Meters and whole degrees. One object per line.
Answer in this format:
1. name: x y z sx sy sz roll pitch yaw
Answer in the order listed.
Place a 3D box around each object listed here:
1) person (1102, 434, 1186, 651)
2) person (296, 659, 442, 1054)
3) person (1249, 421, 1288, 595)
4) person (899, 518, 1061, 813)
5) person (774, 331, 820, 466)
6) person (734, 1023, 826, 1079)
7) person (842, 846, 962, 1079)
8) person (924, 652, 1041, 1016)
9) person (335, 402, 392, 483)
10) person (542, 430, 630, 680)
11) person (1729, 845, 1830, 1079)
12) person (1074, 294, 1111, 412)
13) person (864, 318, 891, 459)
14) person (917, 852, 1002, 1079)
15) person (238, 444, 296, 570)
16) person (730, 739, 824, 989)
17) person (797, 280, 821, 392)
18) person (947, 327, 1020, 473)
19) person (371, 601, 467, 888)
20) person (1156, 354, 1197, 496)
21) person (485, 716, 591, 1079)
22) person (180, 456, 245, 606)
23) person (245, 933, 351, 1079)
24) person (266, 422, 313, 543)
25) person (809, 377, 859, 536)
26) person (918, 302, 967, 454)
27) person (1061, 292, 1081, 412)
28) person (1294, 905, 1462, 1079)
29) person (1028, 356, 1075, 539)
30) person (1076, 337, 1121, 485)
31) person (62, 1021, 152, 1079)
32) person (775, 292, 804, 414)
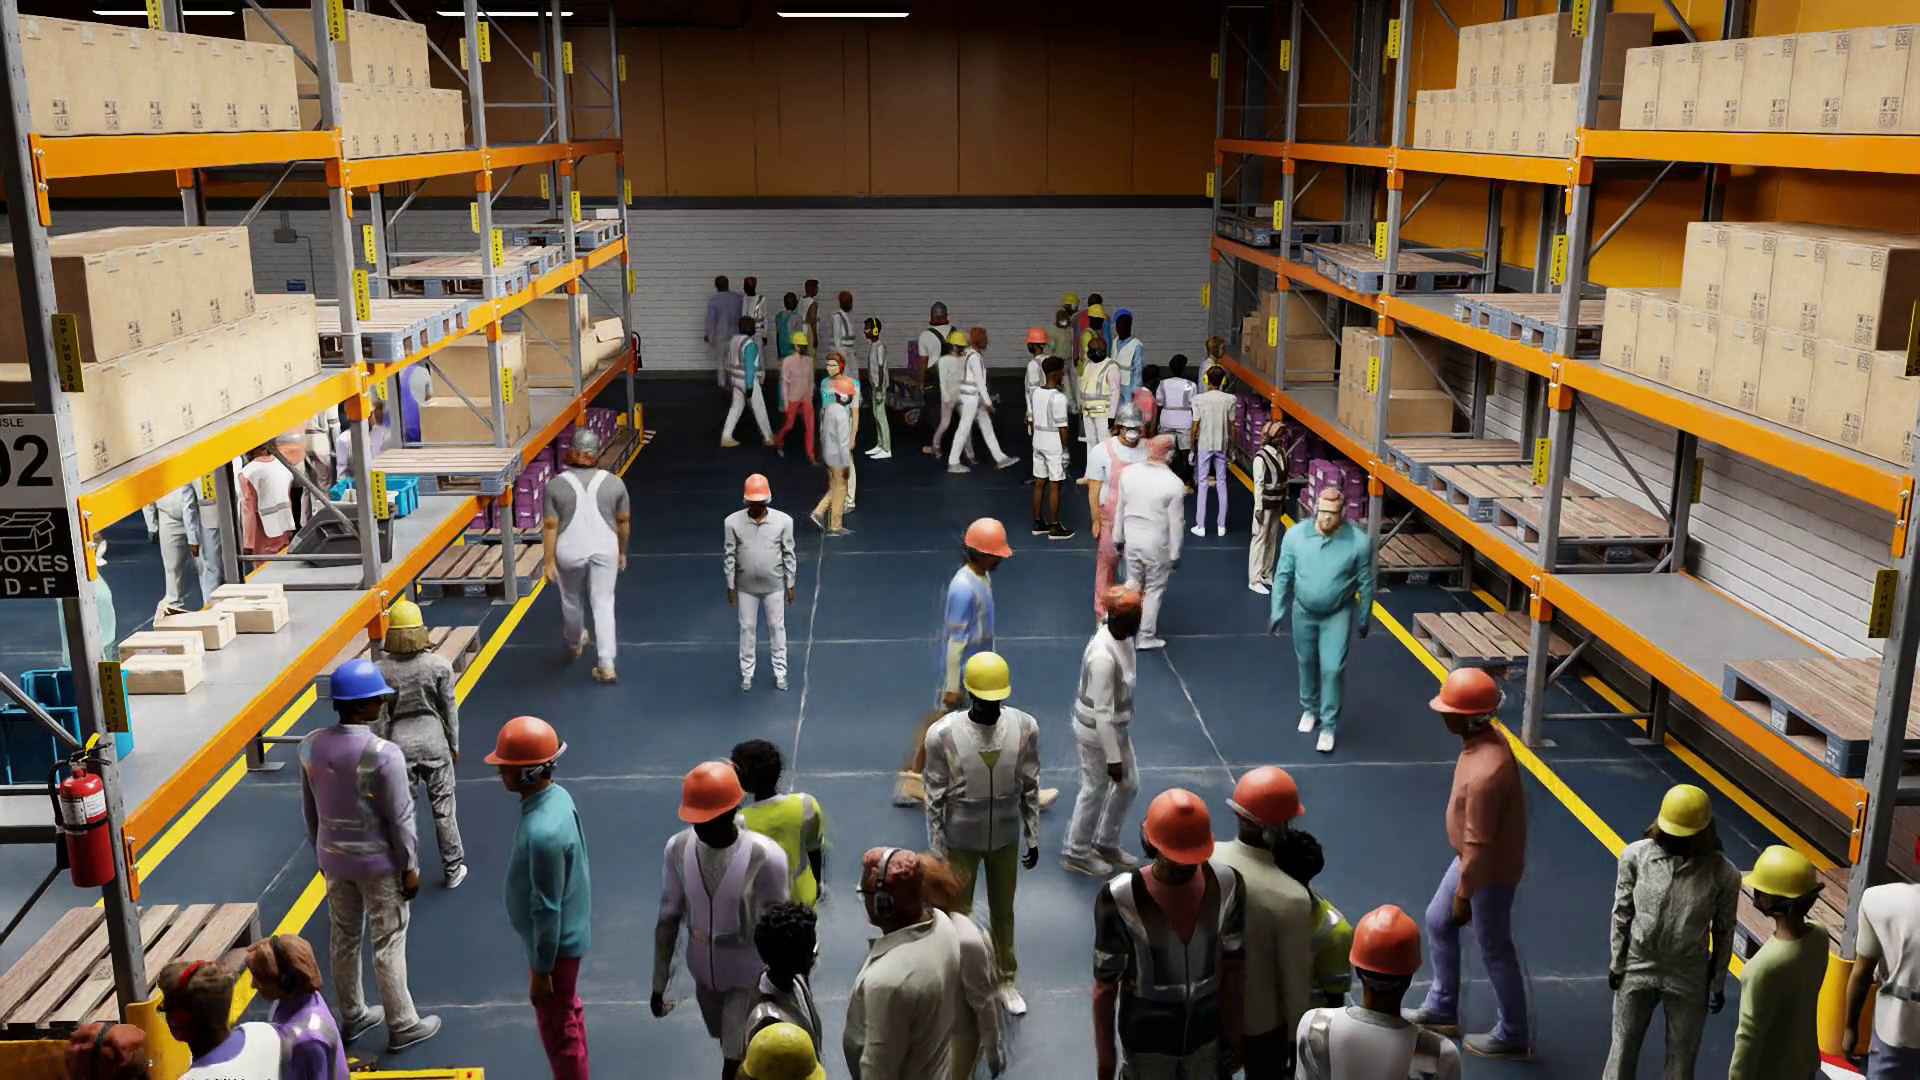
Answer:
1. person: 1.536 0.054 13.834 0.690 1.875 0.591 13 19 42
2. person: -2.847 1.514 7.968 0.605 1.944 0.402 6 15 22
3. person: 2.930 -0.315 15.758 0.307 1.639 0.525 11 18 36
4. person: 0.093 0.815 10.666 1.070 1.974 0.623 2 14 6
5. person: -2.130 -1.856 21.608 0.528 1.746 0.781 -11 18 -36
6. person: -0.562 2.314 5.250 0.320 1.738 0.483 8 16 29
7. person: -0.225 2.019 6.091 0.402 1.897 0.655 4 15 17
8. person: 0.121 1.460 8.230 0.585 1.921 0.396 -4 15 -15
9. person: -5.571 -0.431 15.724 0.617 1.876 0.893 0 14 1
10. person: -3.023 0.071 13.439 0.739 2.000 1.048 -5 15 -19
11. person: 3.101 2.009 6.393 0.525 1.761 0.340 -11 18 -38
12. person: 2.010 -2.797 25.130 0.628 1.833 0.433 12 18 39
13. person: -1.100 -2.008 21.976 0.329 1.861 0.505 -4 15 -15
14. person: -0.135 2.020 6.649 0.707 1.603 0.517 -12 19 -39
15. person: -5.878 -0.045 14.168 0.402 1.909 0.599 3 15 13
16. person: -0.856 1.701 7.747 0.620 1.676 0.507 -9 17 -31
17. person: -2.475 -3.341 27.251 0.392 1.835 0.559 -7 16 -25
18. person: 0.290 -1.754 21.009 0.987 1.833 0.594 1 14 3
19. person: -3.140 1.197 9.625 0.484 1.738 0.305 -4 15 -16
20. person: 2.573 -1.359 19.742 0.532 1.696 0.318 6 16 23
21. person: -1.779 1.706 7.144 0.397 1.989 0.619 -3 15 -12
22. person: -6.407 -0.092 14.359 0.408 1.907 0.598 9 17 31
23. person: -2.347 2.170 6.016 0.321 1.631 0.527 -8 16 -28
24. person: -6.947 -0.850 17.209 0.368 1.963 0.609 4 15 16
25. person: -1.311 -0.889 17.812 0.458 1.730 0.590 -5 15 -19
26. person: -0.281 -2.174 22.252 0.682 2.000 0.536 -6 16 -23
27. person: 1.729 -2.880 25.468 0.403 1.823 0.596 -1 14 -5
28. person: 1.376 2.136 5.563 0.543 1.929 0.385 8 16 29
29. person: 0.974 -0.992 17.760 0.367 1.966 0.603 -10 17 -34
30. person: 1.665 -1.540 20.166 0.429 1.839 0.634 -9 17 -32
31. person: -2.511 2.295 5.068 0.559 1.867 0.599 -7 16 -26
32. person: -2.578 -2.838 25.279 0.503 1.837 0.350 9 17 31
